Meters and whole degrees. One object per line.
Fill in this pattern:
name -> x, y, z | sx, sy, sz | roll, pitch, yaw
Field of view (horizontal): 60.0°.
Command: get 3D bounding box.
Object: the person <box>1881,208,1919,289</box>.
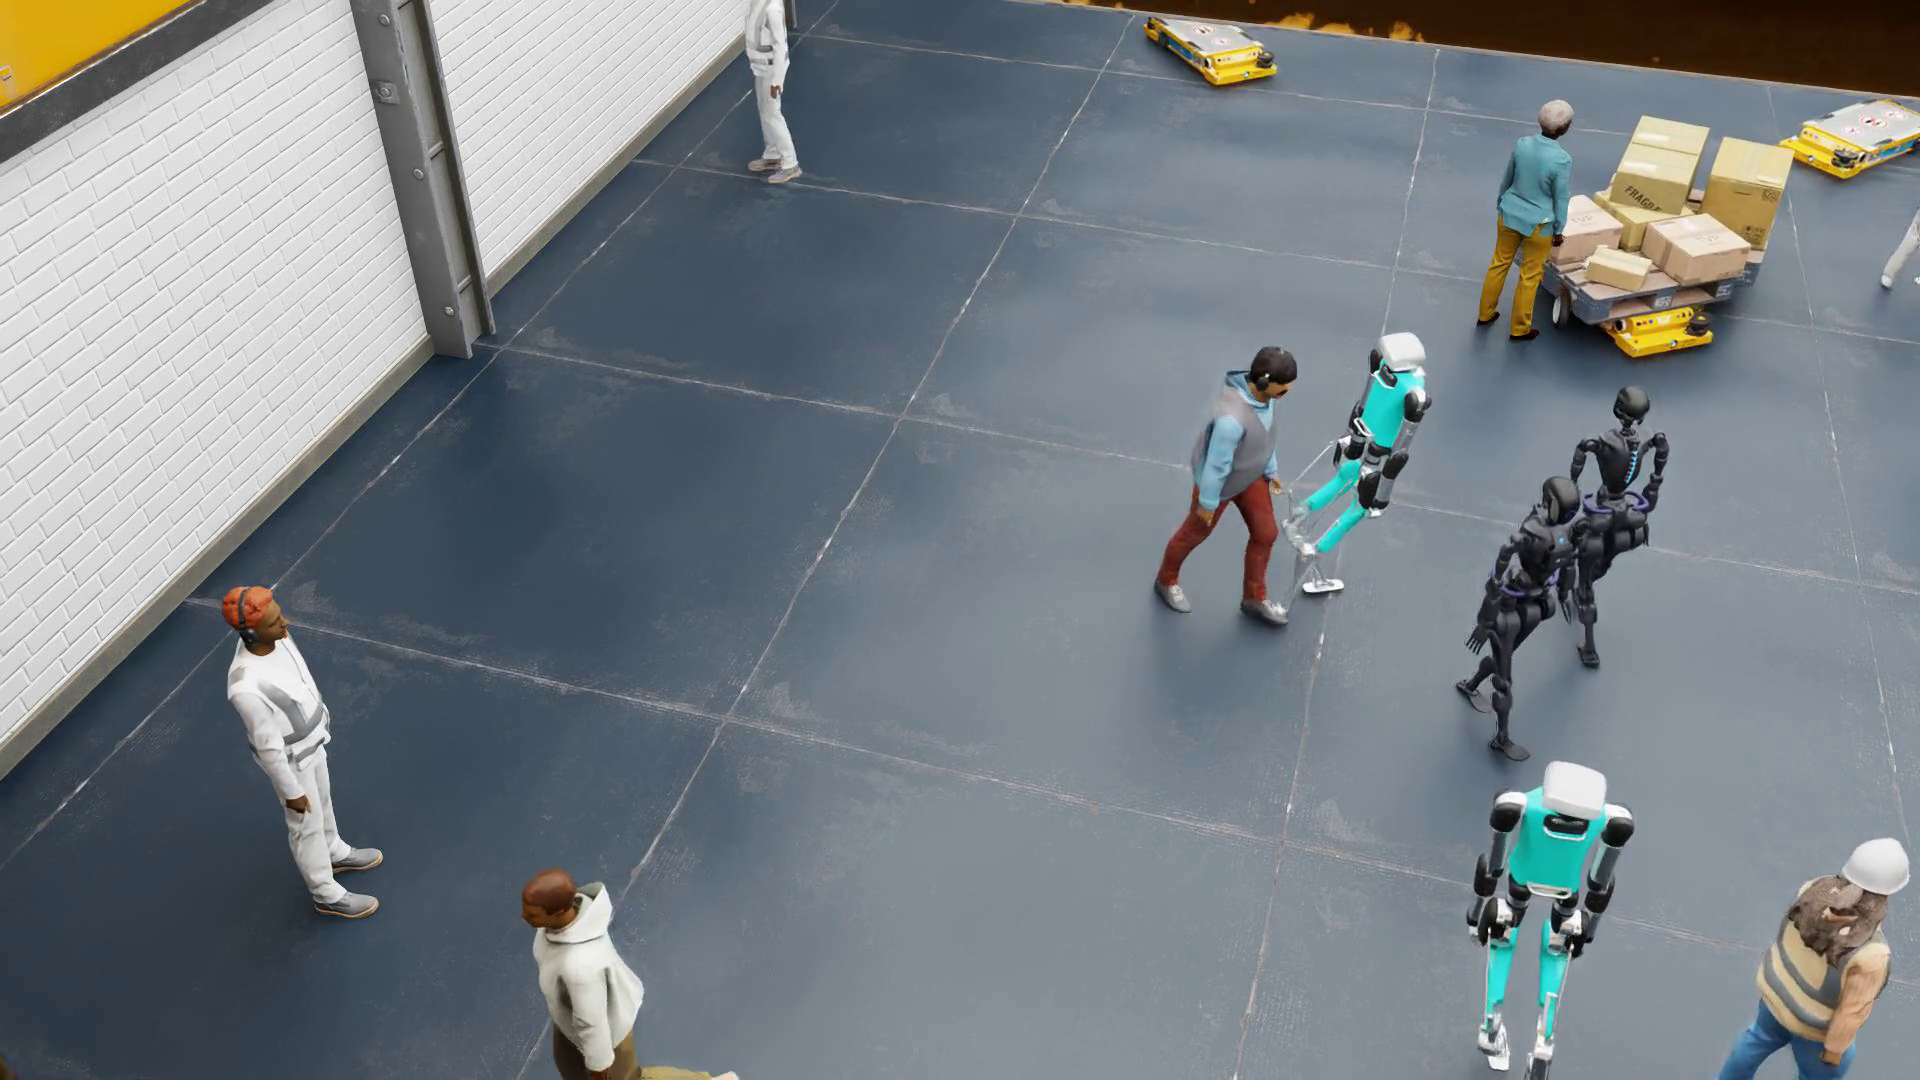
person -> 7.228, -2.521, 12.054 | 0.524, 1.620, 0.370 | 2, 39, 2

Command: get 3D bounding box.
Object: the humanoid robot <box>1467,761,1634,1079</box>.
humanoid robot -> 2.304, 1.771, 6.716 | 0.541, 1.877, 0.763 | 7, 39, 9

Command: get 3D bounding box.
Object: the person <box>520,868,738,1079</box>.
person -> -1.356, 1.851, 6.534 | 0.806, 1.743, 0.534 | -15, 41, -18

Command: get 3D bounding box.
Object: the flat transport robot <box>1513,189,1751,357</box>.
flat transport robot -> 4.835, -1.832, 12.282 | 0.659, 0.231, 1.431 | -11, 40, -14

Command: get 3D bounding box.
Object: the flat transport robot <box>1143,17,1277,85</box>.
flat transport robot -> 2.376, -4.742, 15.902 | 0.659, 0.231, 1.431 | -15, 41, -18

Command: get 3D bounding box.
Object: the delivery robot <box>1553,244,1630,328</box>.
delivery robot -> 4.608, -1.861, 12.101 | 0.525, 0.608, 0.780 | 6, 39, 7

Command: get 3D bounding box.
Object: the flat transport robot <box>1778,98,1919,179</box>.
flat transport robot -> 7.798, -3.479, 14.332 | 1.431, 0.231, 0.659 | -21, 43, -24

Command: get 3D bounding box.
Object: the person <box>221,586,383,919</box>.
person -> -2.993, 0.954, 7.531 | 0.355, 1.883, 0.573 | -5, 39, -7

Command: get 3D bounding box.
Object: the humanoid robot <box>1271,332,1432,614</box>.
humanoid robot -> 2.062, -0.280, 9.260 | 0.824, 1.885, 0.552 | -9, 40, -11

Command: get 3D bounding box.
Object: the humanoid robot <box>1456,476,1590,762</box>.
humanoid robot -> 2.907, 0.361, 8.454 | 0.610, 1.633, 0.707 | -17, 42, -20

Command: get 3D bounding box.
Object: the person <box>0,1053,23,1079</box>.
person -> -3.852, 2.138, 6.117 | 0.585, 1.796, 0.933 | -1, 39, -1

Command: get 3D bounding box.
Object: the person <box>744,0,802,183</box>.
person -> -1.569, -3.821, 13.479 | 0.384, 1.884, 0.589 | -13, 41, -16

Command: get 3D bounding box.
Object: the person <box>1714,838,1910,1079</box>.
person -> 3.381, 1.833, 6.574 | 0.404, 1.702, 0.547 | -8, 40, -10

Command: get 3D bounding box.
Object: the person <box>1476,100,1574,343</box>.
person -> 3.971, -2.215, 11.575 | 0.339, 1.751, 0.535 | -27, 46, -29

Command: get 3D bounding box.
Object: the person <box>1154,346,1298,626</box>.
person -> 1.542, -0.297, 9.143 | 0.911, 1.812, 0.546 | 29, 47, 31

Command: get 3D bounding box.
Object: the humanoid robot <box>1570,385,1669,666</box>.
humanoid robot -> 3.493, -0.132, 9.071 | 0.587, 1.636, 0.716 | -5, 39, -7

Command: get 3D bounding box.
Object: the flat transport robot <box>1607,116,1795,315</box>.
flat transport robot -> 5.451, -2.175, 12.710 | 0.659, 0.231, 1.431 | 18, 42, 21
